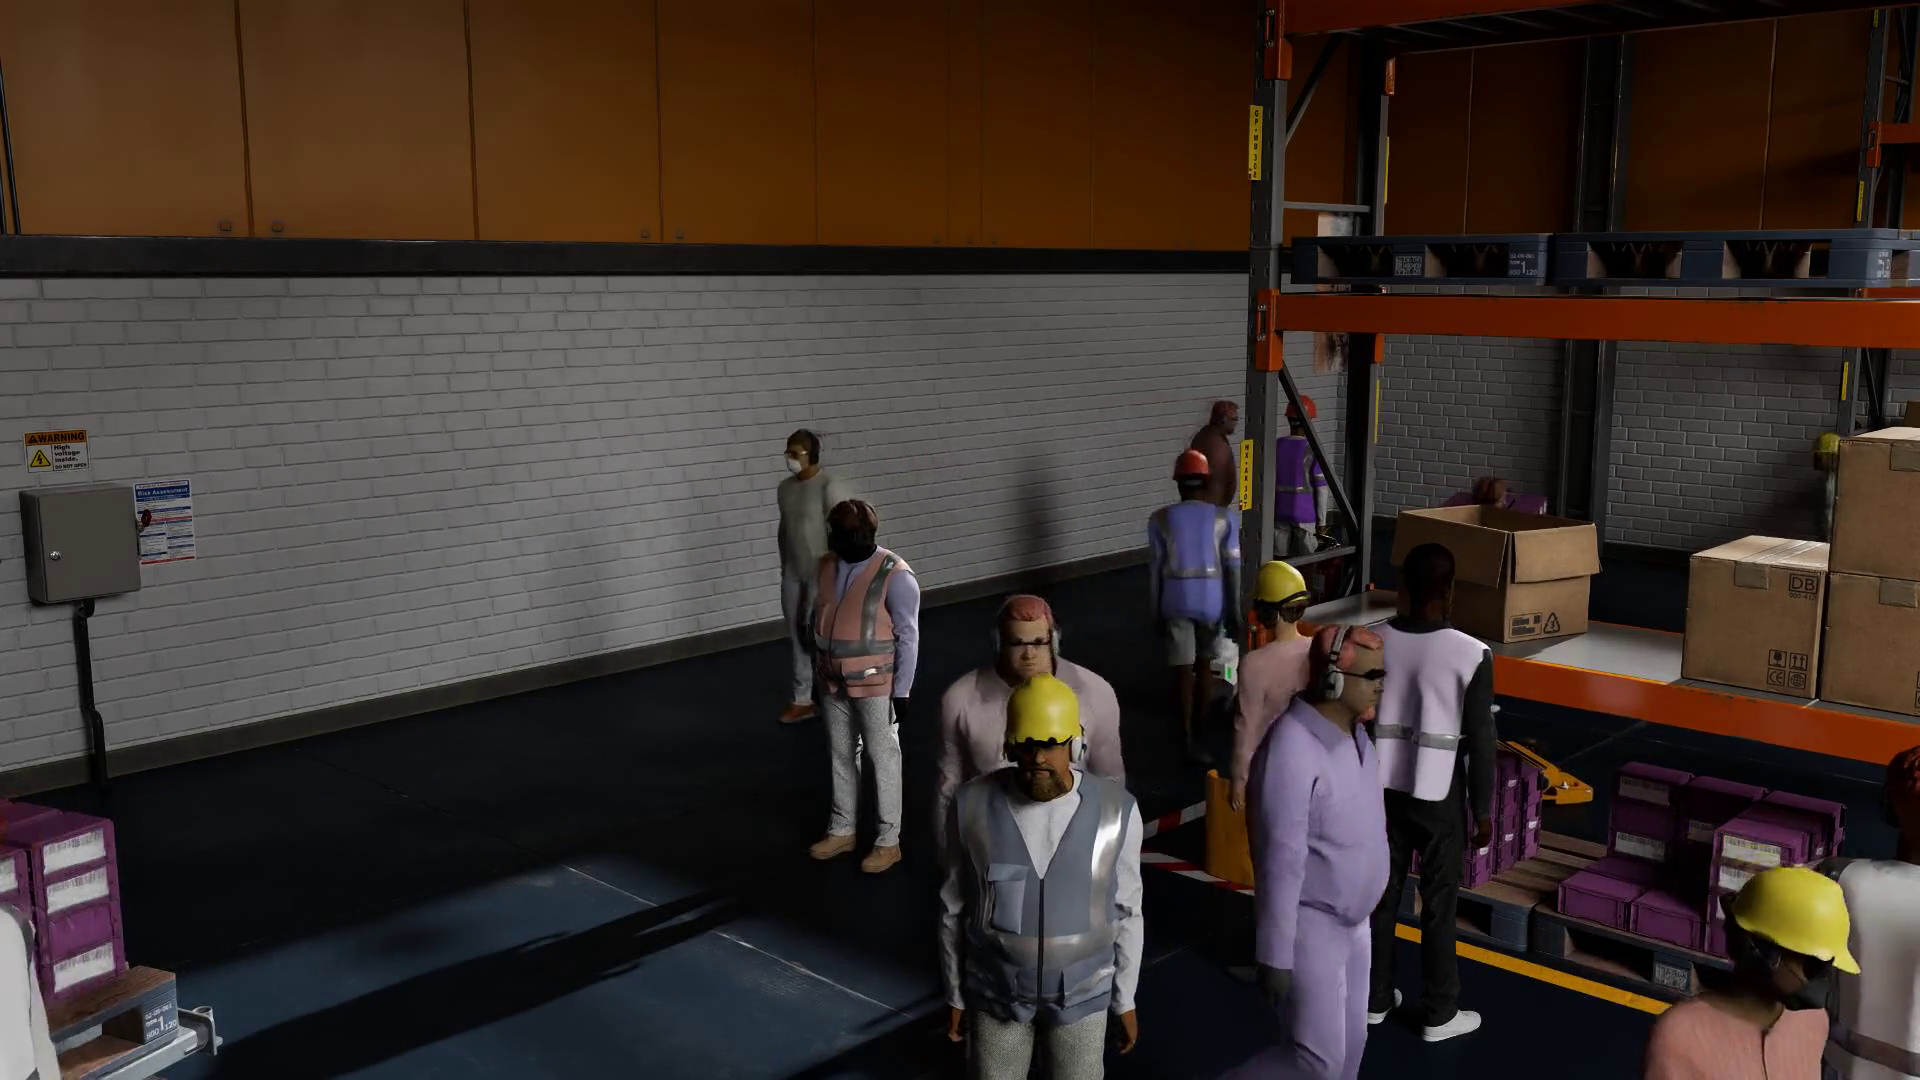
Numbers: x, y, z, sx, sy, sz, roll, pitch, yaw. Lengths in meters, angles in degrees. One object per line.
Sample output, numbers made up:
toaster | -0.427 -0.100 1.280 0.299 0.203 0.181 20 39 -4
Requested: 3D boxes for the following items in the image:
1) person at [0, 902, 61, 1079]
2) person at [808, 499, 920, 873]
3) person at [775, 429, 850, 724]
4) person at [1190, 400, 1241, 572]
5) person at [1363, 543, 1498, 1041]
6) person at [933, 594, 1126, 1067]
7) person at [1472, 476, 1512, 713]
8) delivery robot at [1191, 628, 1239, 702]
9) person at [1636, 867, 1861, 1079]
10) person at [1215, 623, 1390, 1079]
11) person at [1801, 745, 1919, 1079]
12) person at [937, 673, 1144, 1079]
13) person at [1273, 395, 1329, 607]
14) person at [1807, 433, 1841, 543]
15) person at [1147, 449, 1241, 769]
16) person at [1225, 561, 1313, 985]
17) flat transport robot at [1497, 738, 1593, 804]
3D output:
person | -2.228 1.452 3.680 1.005 1.835 0.581 -1 9 -9
person | -0.502 0.709 8.183 0.634 1.839 0.429 7 12 36
person | -0.934 0.229 10.866 0.643 1.927 0.619 9 13 42
person | 2.167 -0.264 14.118 1.001 1.848 0.627 -2 10 -14
person | 1.761 0.963 6.383 0.593 1.919 0.392 8 12 41
person | 0.240 1.092 5.858 0.665 1.887 0.699 0 9 -1
person | 3.443 0.370 10.952 0.381 1.614 0.549 -3 10 -18
delivery robot | 1.720 0.832 11.071 0.477 0.478 0.707 4 10 21
person | 1.638 1.522 3.580 0.556 1.695 0.905 -2 10 -13
person | 1.055 1.177 5.168 0.575 1.884 0.660 6 11 34
person | 2.199 1.390 3.871 0.357 1.883 0.573 -7 11 -36
person | 0.228 1.274 4.738 0.587 1.834 0.403 0 9 2
person | 2.721 -0.198 13.441 0.549 1.937 0.358 7 11 35
person | 6.521 0.062 12.501 0.390 1.732 0.499 8 12 41
person | 1.404 0.414 9.930 0.555 1.885 0.886 0 9 1
person | 1.322 0.960 6.891 0.528 1.761 0.346 -6 11 -34
flat transport robot | 2.713 1.307 9.309 1.431 0.197 0.652 -1 9 -8
